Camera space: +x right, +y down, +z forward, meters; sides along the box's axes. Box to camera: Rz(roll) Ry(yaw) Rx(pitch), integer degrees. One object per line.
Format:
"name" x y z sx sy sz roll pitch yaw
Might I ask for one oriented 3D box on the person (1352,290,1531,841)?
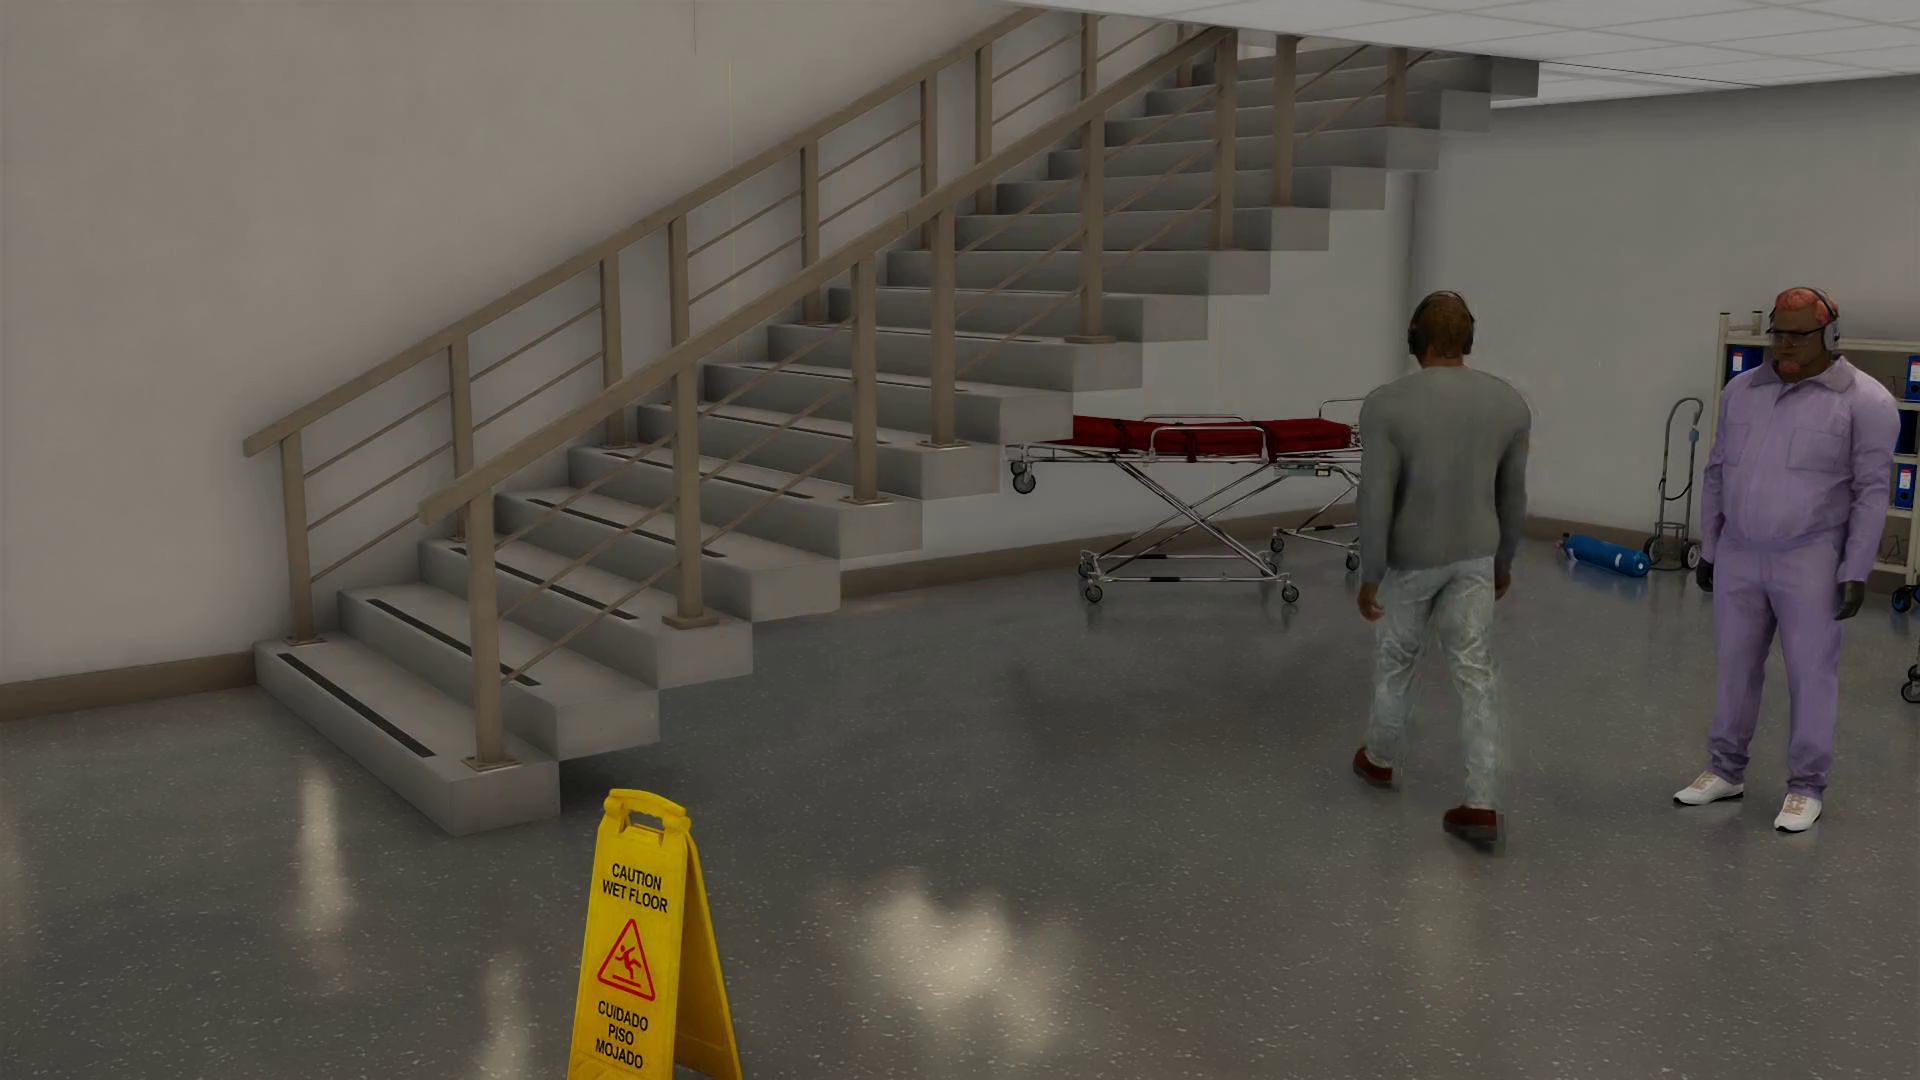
"person" 1.703 0.069 5.899 0.650 1.894 1.007 -1 10 -6

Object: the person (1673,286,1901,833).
"person" 2.896 0.064 5.874 0.409 1.904 0.640 -7 12 -36
